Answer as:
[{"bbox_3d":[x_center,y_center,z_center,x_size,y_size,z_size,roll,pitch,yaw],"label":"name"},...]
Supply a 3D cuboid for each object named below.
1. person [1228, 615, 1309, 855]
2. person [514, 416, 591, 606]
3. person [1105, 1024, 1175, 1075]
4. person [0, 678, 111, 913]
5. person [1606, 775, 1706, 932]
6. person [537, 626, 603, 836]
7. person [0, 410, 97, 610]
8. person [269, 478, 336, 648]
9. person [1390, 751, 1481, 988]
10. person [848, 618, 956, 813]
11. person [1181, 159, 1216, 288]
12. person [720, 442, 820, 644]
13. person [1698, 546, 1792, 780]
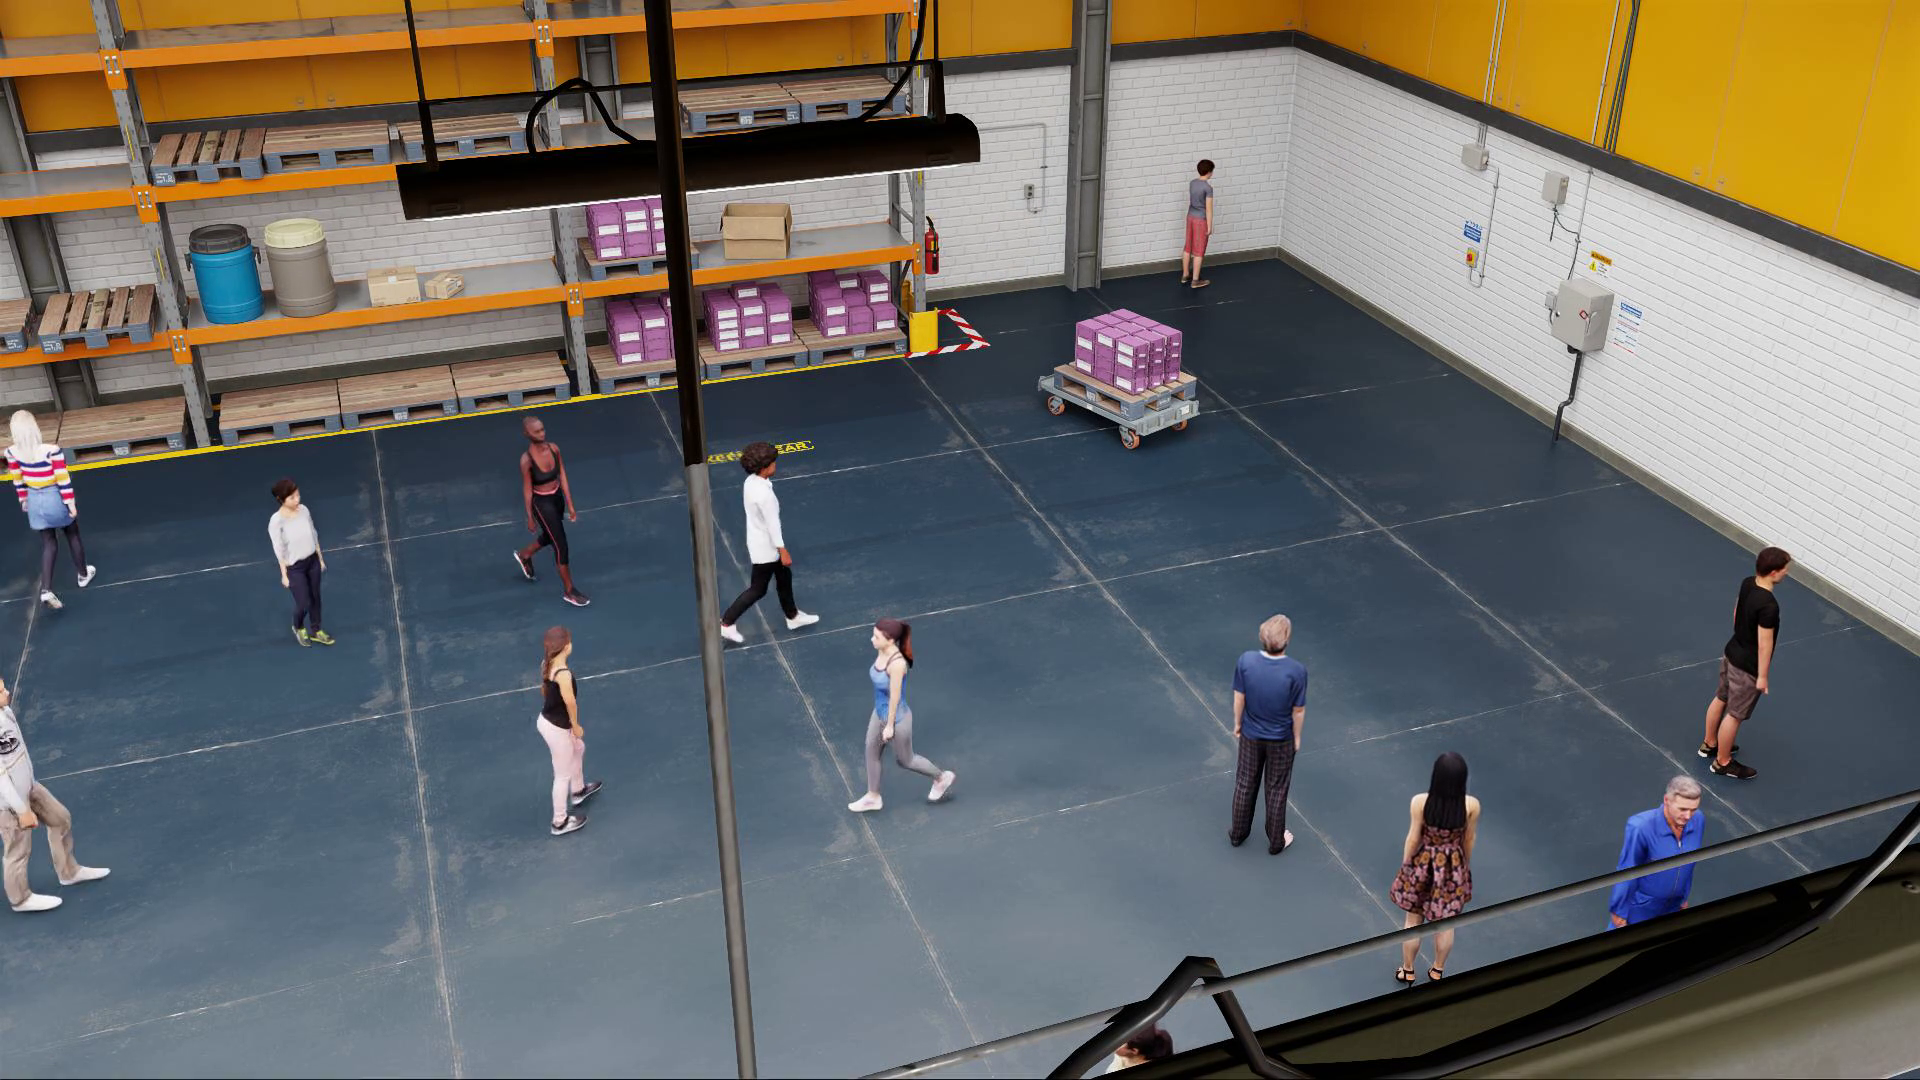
[{"bbox_3d":[2.105,1.326,11.372,0.722,1.872,0.787,12,31,21],"label":"person"},{"bbox_3d":[-3.657,-0.292,14.499,1.120,1.719,1.135,16,33,27],"label":"person"},{"bbox_3d":[0.895,3.034,8.494,0.577,1.630,0.670,-6,29,-10],"label":"person"},{"bbox_3d":[-6.252,1.654,10.812,0.809,1.833,0.716,-9,30,-15],"label":"person"},{"bbox_3d":[4.106,2.138,9.933,0.477,1.825,0.780,-9,30,-16],"label":"person"},{"bbox_3d":[-2.862,1.340,11.699,0.785,1.535,0.648,-12,31,-21],"label":"person"},{"bbox_3d":[-7.905,-0.246,14.349,1.116,1.782,0.925,-2,29,-3],"label":"person"},{"bbox_3d":[-5.538,0.179,13.815,0.730,1.546,0.669,13,31,23],"label":"person"},{"bbox_3d":[2.904,2.034,10.178,0.749,1.773,0.838,2,29,4],"label":"person"},{"bbox_3d":[-0.406,1.256,11.799,1.004,1.586,0.560,-11,30,-19],"label":"person"},{"bbox_3d":[3.085,-4.121,21.593,0.605,1.647,0.618,-18,33,-30],"label":"person"},{"bbox_3d":[-1.695,0.060,13.795,1.159,1.775,0.672,-8,30,-14],"label":"person"},{"bbox_3d":[5.768,0.870,12.219,0.721,1.862,0.749,1,29,2],"label":"person"}]
